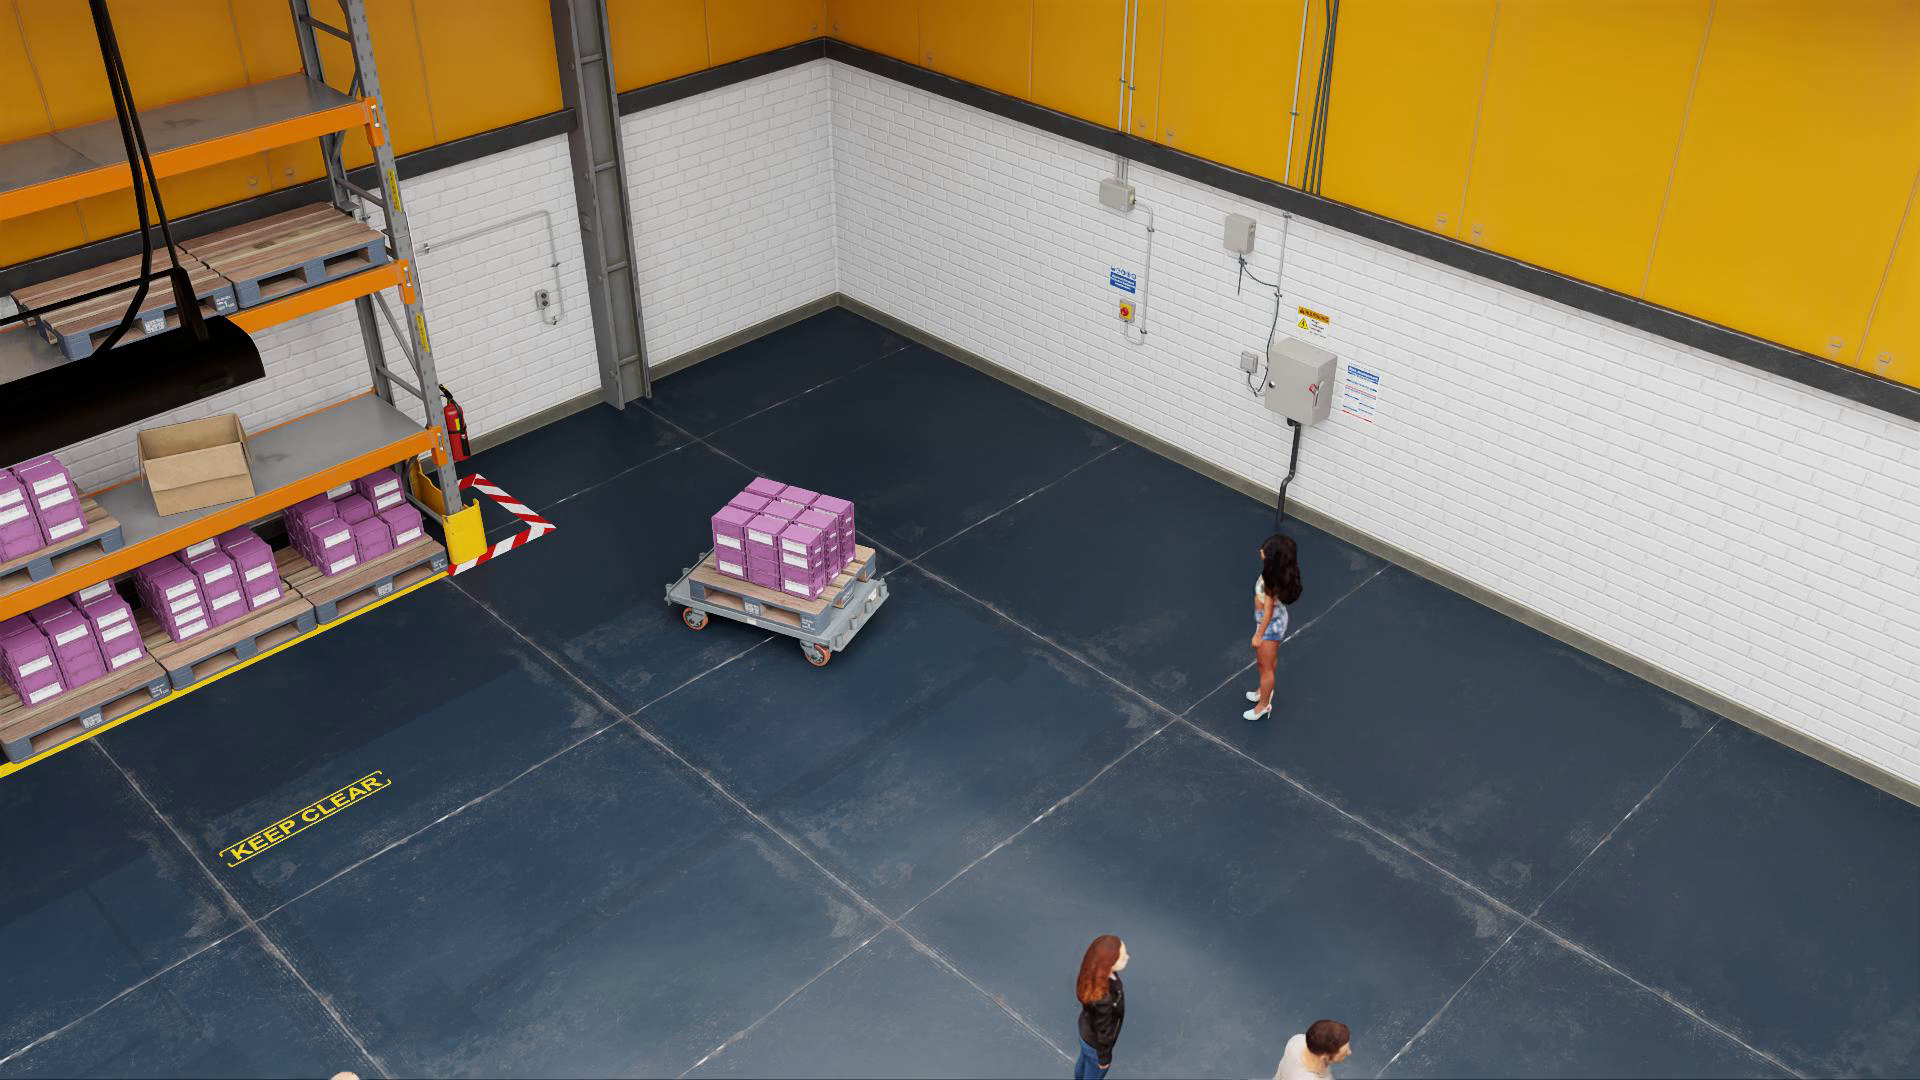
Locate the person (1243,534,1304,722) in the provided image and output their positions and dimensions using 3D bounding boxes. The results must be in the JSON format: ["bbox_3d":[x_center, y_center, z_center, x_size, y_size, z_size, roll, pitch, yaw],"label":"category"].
[{"bbox_3d":[2.303,0.642,12.389,0.716,1.626,0.630,8,35,12],"label":"person"}]

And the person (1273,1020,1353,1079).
[{"bbox_3d":[1.592,3.087,8.527,1.098,1.829,1.075,-1,34,-1],"label":"person"}]

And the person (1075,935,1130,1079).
[{"bbox_3d":[0.763,2.751,9.347,0.673,1.481,0.622,-2,34,-3],"label":"person"}]
